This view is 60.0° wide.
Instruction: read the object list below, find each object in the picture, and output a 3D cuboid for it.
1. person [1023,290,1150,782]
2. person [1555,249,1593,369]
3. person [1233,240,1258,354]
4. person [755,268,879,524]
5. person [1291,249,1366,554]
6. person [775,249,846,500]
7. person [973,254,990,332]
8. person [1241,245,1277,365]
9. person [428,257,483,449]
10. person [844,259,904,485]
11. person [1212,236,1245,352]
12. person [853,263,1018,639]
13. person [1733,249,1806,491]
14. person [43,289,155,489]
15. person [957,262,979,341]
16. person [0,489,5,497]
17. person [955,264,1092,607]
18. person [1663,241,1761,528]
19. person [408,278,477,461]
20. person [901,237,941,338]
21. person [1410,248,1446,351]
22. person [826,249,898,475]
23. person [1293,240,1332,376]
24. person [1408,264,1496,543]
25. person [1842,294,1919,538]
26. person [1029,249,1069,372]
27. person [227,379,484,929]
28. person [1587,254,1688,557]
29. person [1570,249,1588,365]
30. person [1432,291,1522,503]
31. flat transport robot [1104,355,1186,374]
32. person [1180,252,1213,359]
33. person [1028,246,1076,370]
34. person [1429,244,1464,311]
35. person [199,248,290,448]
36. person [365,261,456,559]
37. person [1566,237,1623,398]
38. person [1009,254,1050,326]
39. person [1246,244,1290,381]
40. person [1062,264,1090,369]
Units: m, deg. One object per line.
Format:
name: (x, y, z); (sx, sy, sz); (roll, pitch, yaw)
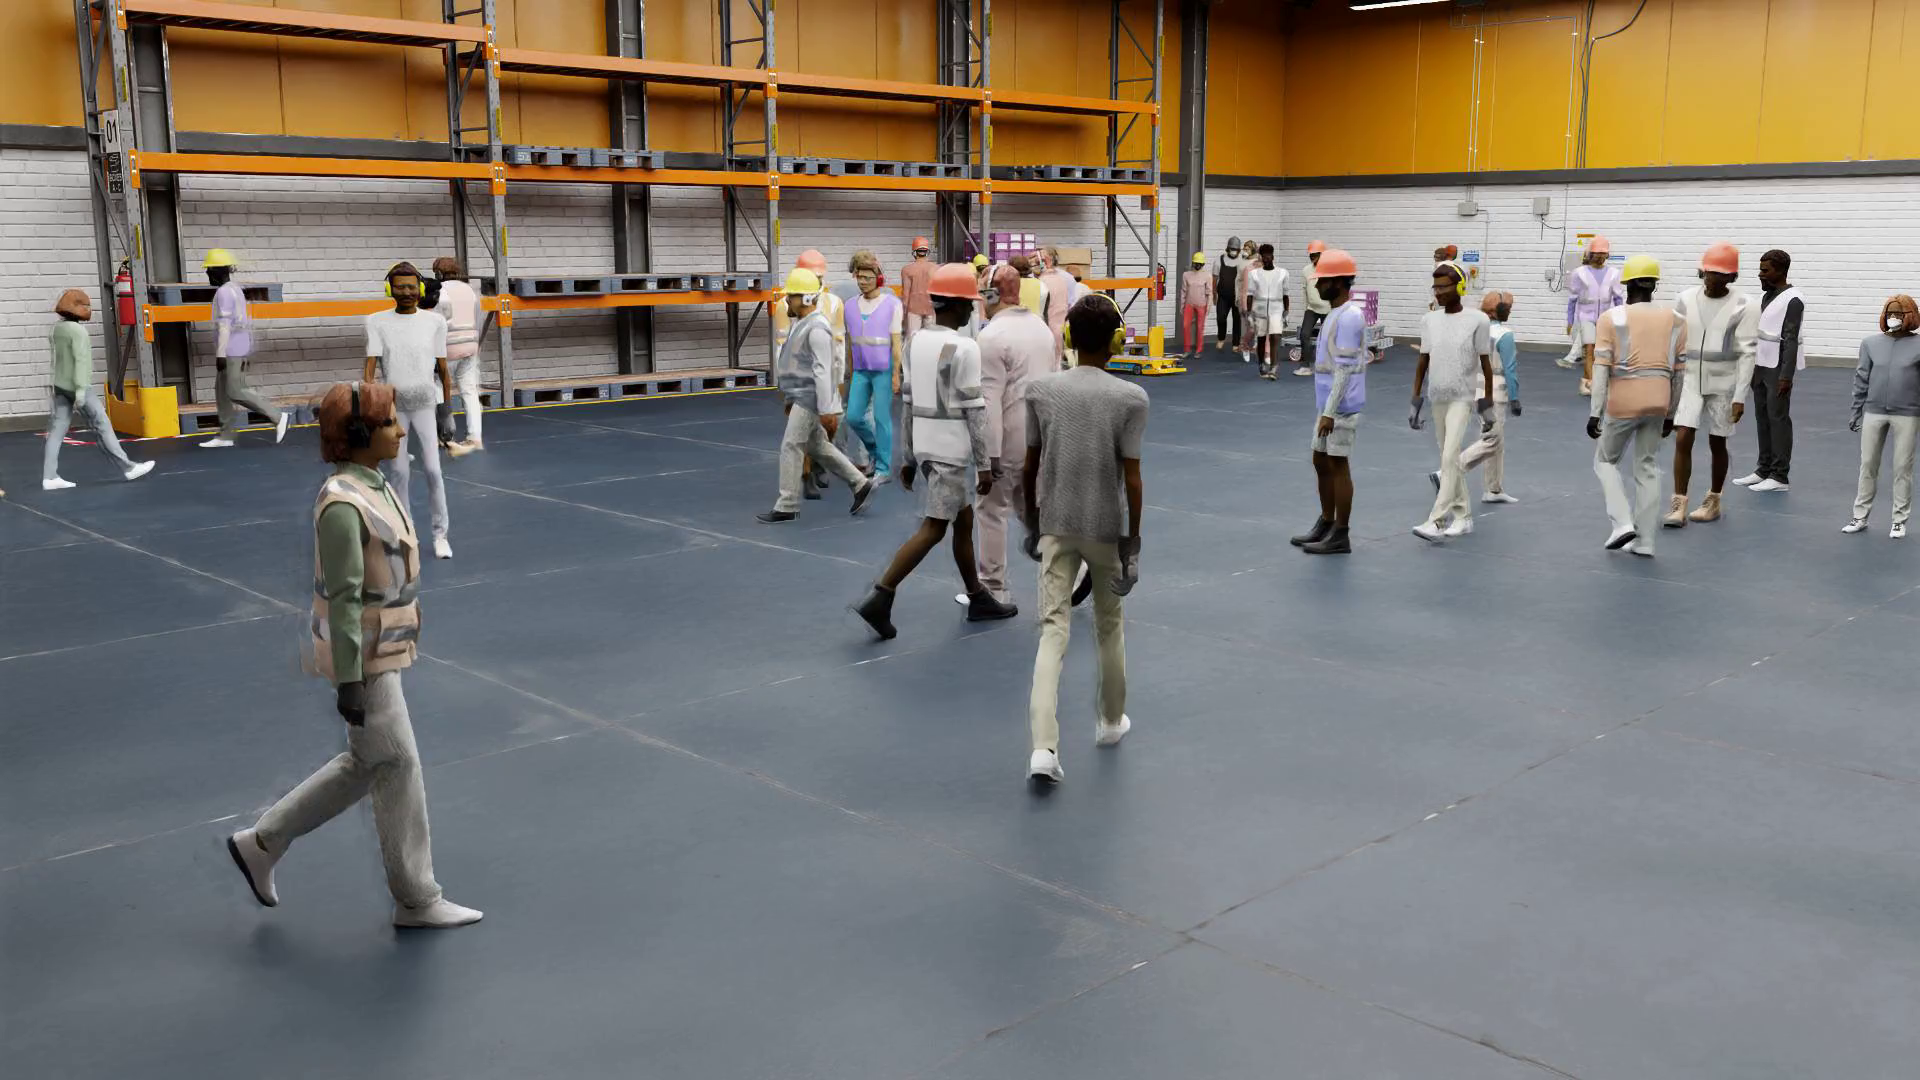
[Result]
person: (0.444, -0.025, 6.296); (0.528, 1.827, 0.980); (3, 11, 16)
person: (9.493, -3.457, 24.977); (1.020, 1.823, 0.581); (9, 14, 40)
person: (4.963, -4.140, 28.405); (0.351, 1.934, 0.635); (-10, 15, -44)
person: (-1.006, -1.014, 11.734); (0.856, 1.805, 0.583); (-2, 11, -12)
person: (2.368, -0.868, 10.569); (0.384, 1.936, 0.549); (0, 10, -1)
person: (-1.142, -1.266, 12.787); (0.556, 1.917, 0.490); (-3, 11, -17)
person: (0.272, -2.867, 21.931); (0.530, 1.768, 0.312); (-3, 11, -14)
person: (4.733, -3.722, 26.302); (0.648, 1.875, 0.855); (-2, 11, -12)
person: (-4.834, -1.757, 15.730); (0.642, 1.820, 0.667); (7, 12, 32)
person: (-0.695, -1.351, 13.501); (0.578, 1.831, 0.432); (6, 12, 29)
person: (4.713, -4.266, 28.804); (0.702, 2.000, 0.542); (2, 11, 10)
person: (-0.129, -0.451, 8.423); (1.002, 1.898, 0.548); (-7, 12, -33)
person: (6.488, -1.346, 13.246); (0.381, 1.912, 0.592); (0, 10, 0)
person: (-7.067, -1.222, 13.440); (0.517, 1.578, 0.853); (7, 13, 35)
person: (-0.003, -2.354, 19.249); (0.605, 1.715, 0.498); (-5, 11, -23)
person: (-7.929, -1.166, 12.599); (0.957, 1.795, 0.624); (-7, 13, -34)
person: (0.362, -0.534, 8.921); (0.747, 1.875, 0.659); (7, 13, 34)
person: (5.164, -1.054, 11.465); (0.913, 1.970, 0.619); (-10, 14, -42)
person: (-4.764, -1.510, 14.848); (0.864, 1.633, 0.583); (0, 10, 1)
person: (-0.528, -3.101, 22.575); (0.622, 1.994, 0.381); (-5, 12, -26)
person: (8.232, -4.127, 28.684); (0.897, 1.797, 0.656); (4, 11, 23)
person: (-0.862, -1.501, 14.122); (0.683, 1.898, 0.758); (-1, 10, -8)
person: (5.143, -3.308, 23.841); (0.619, 1.946, 0.779); (10, 14, 43)
person: (3.185, -0.890, 10.990); (0.918, 1.825, 0.523); (-9, 14, -42)
person: (6.256, -0.829, 11.174); (0.268, 1.632, 0.507); (-10, 15, -44)
person: (1.011, -2.219, 18.106); (0.552, 1.872, 0.676); (6, 12, 32)
person: (-1.782, 0.349, 4.778); (0.659, 1.624, 0.515); (-2, 11, -10)
person: (4.253, -0.843, 10.523); (0.660, 1.899, 0.492); (-1, 10, -6)
person: (9.710, -3.607, 25.834); (0.589, 1.809, 0.630); (7, 12, 33)
person: (3.894, -1.051, 12.431); (0.694, 1.617, 0.499); (-2, 11, -8)
flat transport robot: (2.567, -2.594, 24.516); (0.652, 0.197, 1.431); (-10, 14, -44)
person: (3.832, -3.812, 27.131); (0.536, 1.735, 0.705); (4, 11, 21)
person: (1.004, -2.449, 19.323); (0.646, 1.884, 0.969); (5, 11, 24)
person: (8.240, -4.073, 28.215); (0.479, 1.868, 0.590); (-10, 14, -43)
person: (-6.880, -1.820, 15.850); (0.754, 1.906, 0.605); (-4, 11, -20)
person: (-3.442, -0.806, 10.427); (0.554, 1.866, 0.385); (-3, 11, -16)
person: (7.907, -2.743, 20.637); (0.630, 1.984, 1.031); (0, 10, 3)
person: (0.656, -2.078, 17.482); (0.642, 1.831, 0.501); (-4, 11, -22)
person: (4.337, -3.211, 23.446); (0.616, 1.905, 1.020); (2, 11, 9)
person: (1.583, -3.051, 23.333); (0.532, 1.615, 0.337); (-4, 11, -23)
